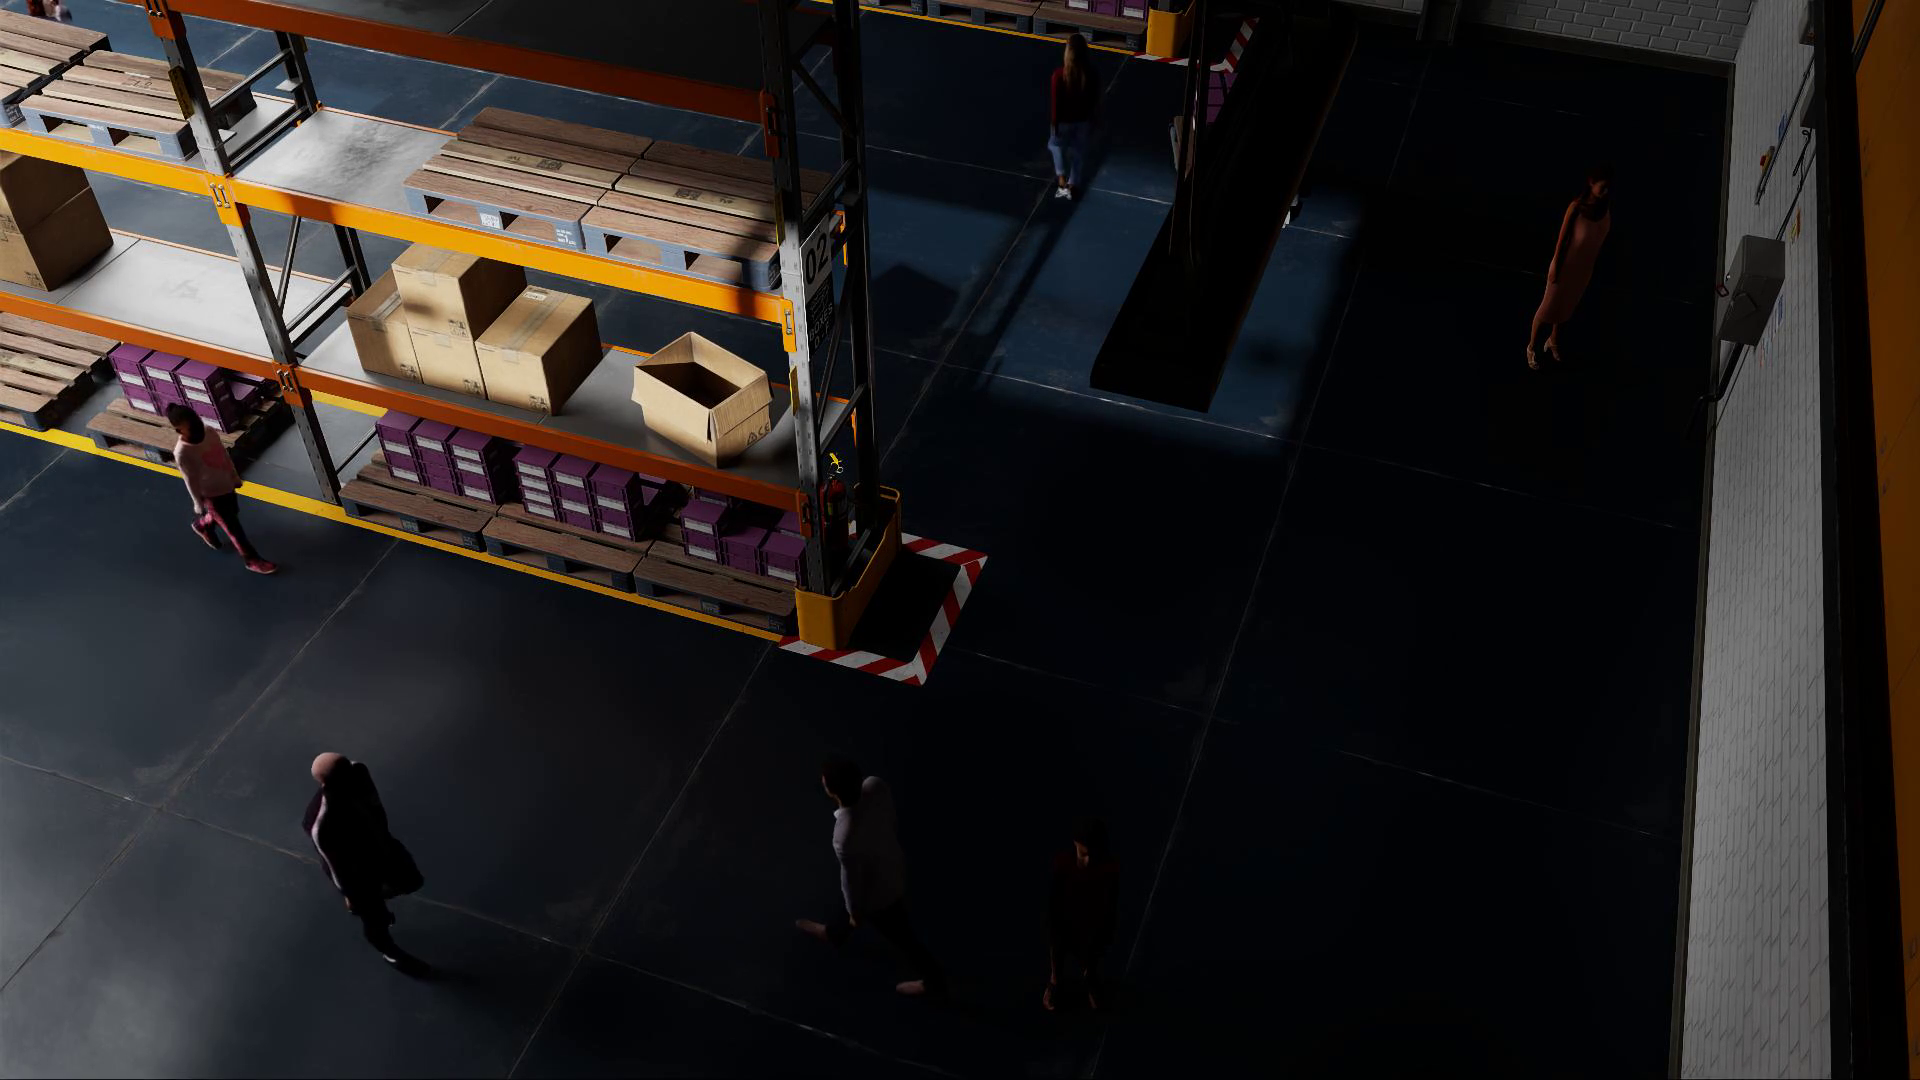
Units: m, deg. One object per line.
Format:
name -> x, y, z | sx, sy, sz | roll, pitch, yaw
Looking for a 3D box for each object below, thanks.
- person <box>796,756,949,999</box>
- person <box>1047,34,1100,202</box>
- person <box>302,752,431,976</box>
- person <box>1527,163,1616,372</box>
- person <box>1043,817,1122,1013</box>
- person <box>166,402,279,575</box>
person -> -0.370, 1.850, 8.961 | 1.183, 1.768, 0.707 | 12, 45, 12
person -> 1.029, -3.737, 14.932 | 0.750, 1.621, 0.811 | -7, 44, -7
person -> -3.325, 1.746, 9.028 | 0.785, 1.826, 0.719 | 10, 45, 10
person -> 4.829, -2.165, 13.128 | 0.644, 1.834, 0.724 | -14, 45, -14
person -> 0.659, 1.995, 8.965 | 0.637, 1.553, 0.698 | -1, 44, -1
person -> -5.235, -0.381, 11.552 | 0.921, 1.424, 0.543 | 13, 45, 14
